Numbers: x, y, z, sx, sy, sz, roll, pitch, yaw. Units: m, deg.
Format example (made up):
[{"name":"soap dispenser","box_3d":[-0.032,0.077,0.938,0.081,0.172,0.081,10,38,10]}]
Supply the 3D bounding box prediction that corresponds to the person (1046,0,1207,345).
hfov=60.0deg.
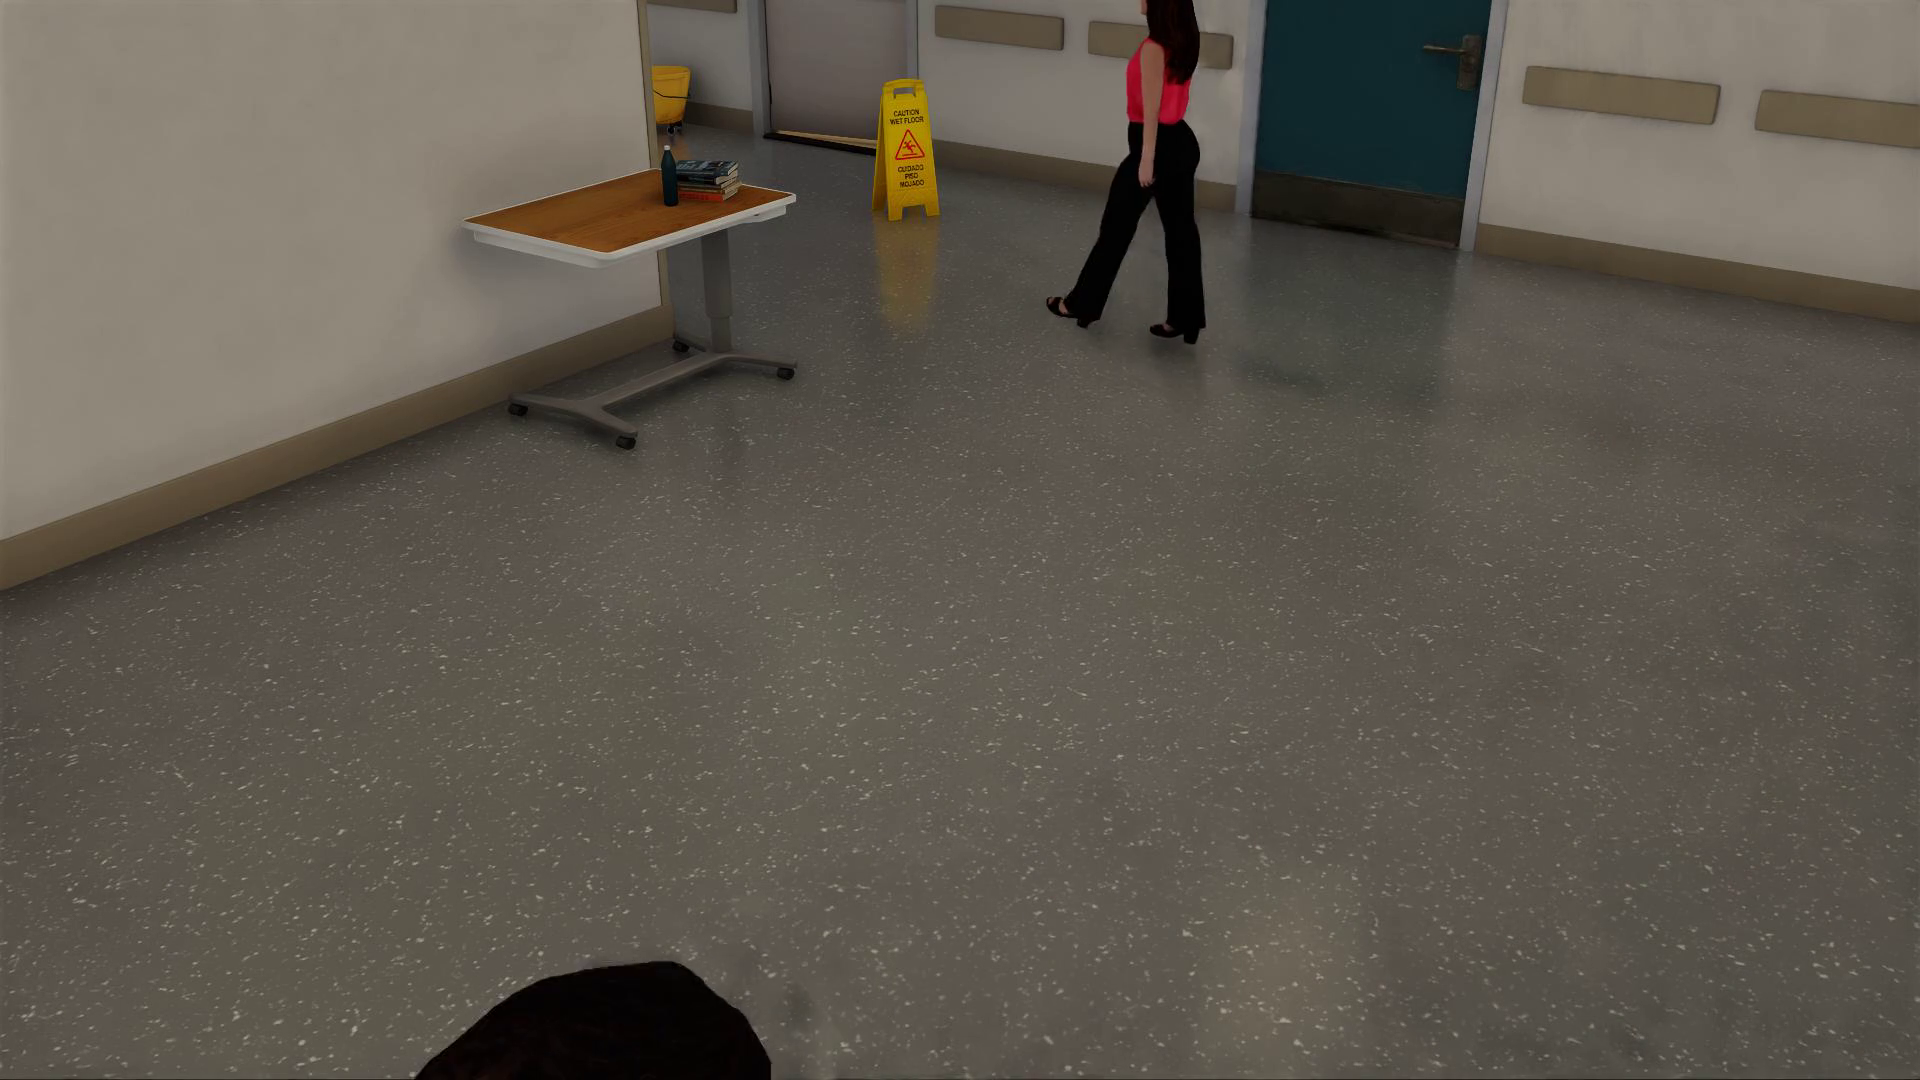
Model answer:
[{"name":"person","box_3d":[0.929,-1.623,7.208,0.949,1.632,0.591,16,30,30]}]
